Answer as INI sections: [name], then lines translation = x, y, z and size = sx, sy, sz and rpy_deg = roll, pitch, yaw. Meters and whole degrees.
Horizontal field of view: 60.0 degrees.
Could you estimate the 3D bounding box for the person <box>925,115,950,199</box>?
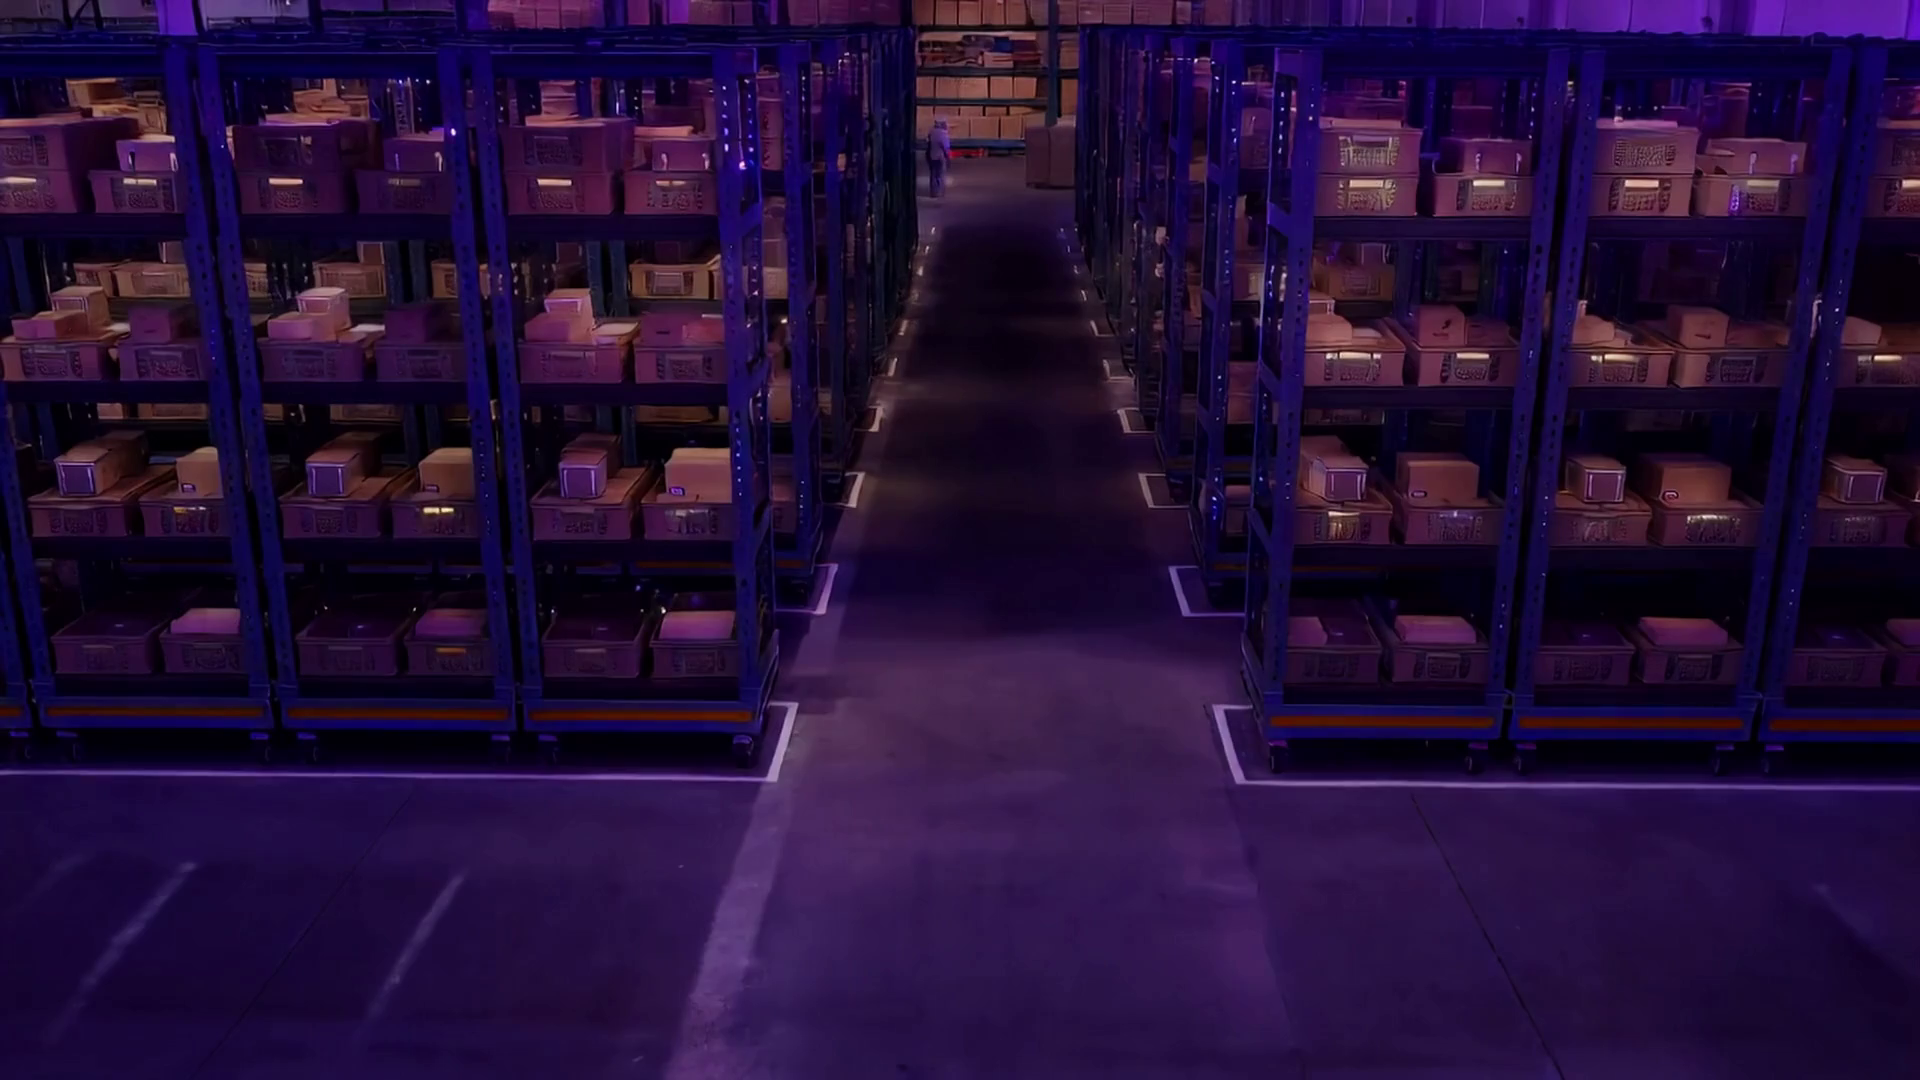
[person]
translation = -0.466, -8.188, 35.586
size = 0.564, 1.751, 0.330
rpy_deg = 6, 18, 17
